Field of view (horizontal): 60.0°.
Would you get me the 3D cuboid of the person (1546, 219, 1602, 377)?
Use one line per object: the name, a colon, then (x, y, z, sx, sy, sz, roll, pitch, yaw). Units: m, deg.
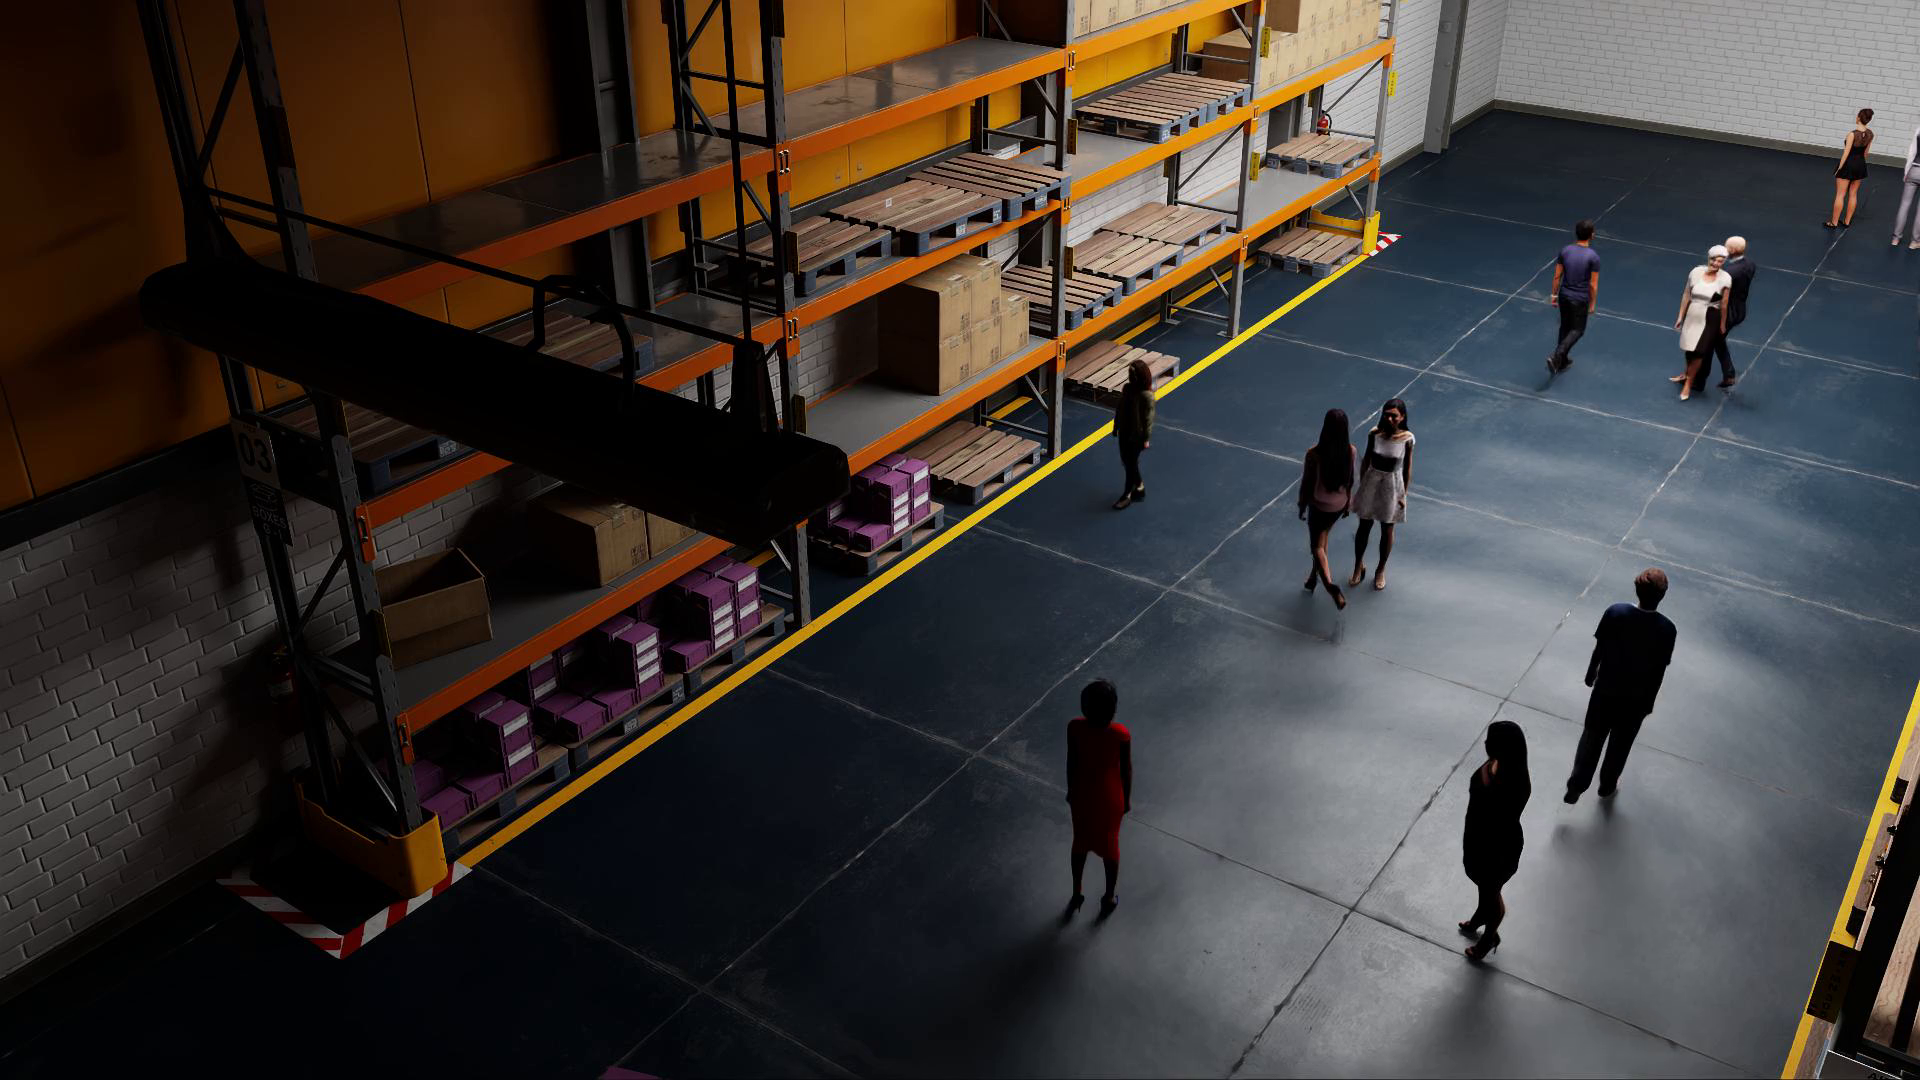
person: (6.752, -2.639, 18.381, 0.762, 1.776, 1.023, 25, 38, 38)

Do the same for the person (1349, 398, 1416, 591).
person: (3.626, -0.397, 14.273, 0.701, 1.774, 0.702, 11, 31, 20)

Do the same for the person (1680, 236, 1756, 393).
person: (8.275, -2.398, 17.926, 0.898, 1.788, 0.951, -14, 31, -23)

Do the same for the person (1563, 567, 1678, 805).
person: (4.553, 1.084, 11.487, 0.686, 1.842, 0.917, 17, 33, 29)

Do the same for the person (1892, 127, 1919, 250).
person: (12.962, -4.916, 22.382, 0.652, 1.941, 0.708, -23, 36, -35)

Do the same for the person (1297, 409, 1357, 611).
person: (3.085, -0.197, 13.896, 1.058, 1.784, 1.123, -4, 29, -8)

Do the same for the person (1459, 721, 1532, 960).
person: (3.297, 1.839, 10.235, 0.817, 1.715, 0.695, 4, 29, 8)

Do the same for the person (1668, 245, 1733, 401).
person: (7.998, -2.361, 17.928, 0.853, 1.721, 0.813, -16, 33, -27)

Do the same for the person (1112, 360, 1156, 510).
person: (1.661, -1.012, 15.715, 0.746, 1.472, 0.709, -16, 32, -27)

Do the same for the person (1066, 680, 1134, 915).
person: (0.870, 1.639, 10.573, 0.629, 1.743, 0.603, 8, 30, 14)

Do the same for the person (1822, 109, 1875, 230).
person: (12.395, -5.170, 23.126, 0.672, 1.675, 0.739, -6, 29, -12)
